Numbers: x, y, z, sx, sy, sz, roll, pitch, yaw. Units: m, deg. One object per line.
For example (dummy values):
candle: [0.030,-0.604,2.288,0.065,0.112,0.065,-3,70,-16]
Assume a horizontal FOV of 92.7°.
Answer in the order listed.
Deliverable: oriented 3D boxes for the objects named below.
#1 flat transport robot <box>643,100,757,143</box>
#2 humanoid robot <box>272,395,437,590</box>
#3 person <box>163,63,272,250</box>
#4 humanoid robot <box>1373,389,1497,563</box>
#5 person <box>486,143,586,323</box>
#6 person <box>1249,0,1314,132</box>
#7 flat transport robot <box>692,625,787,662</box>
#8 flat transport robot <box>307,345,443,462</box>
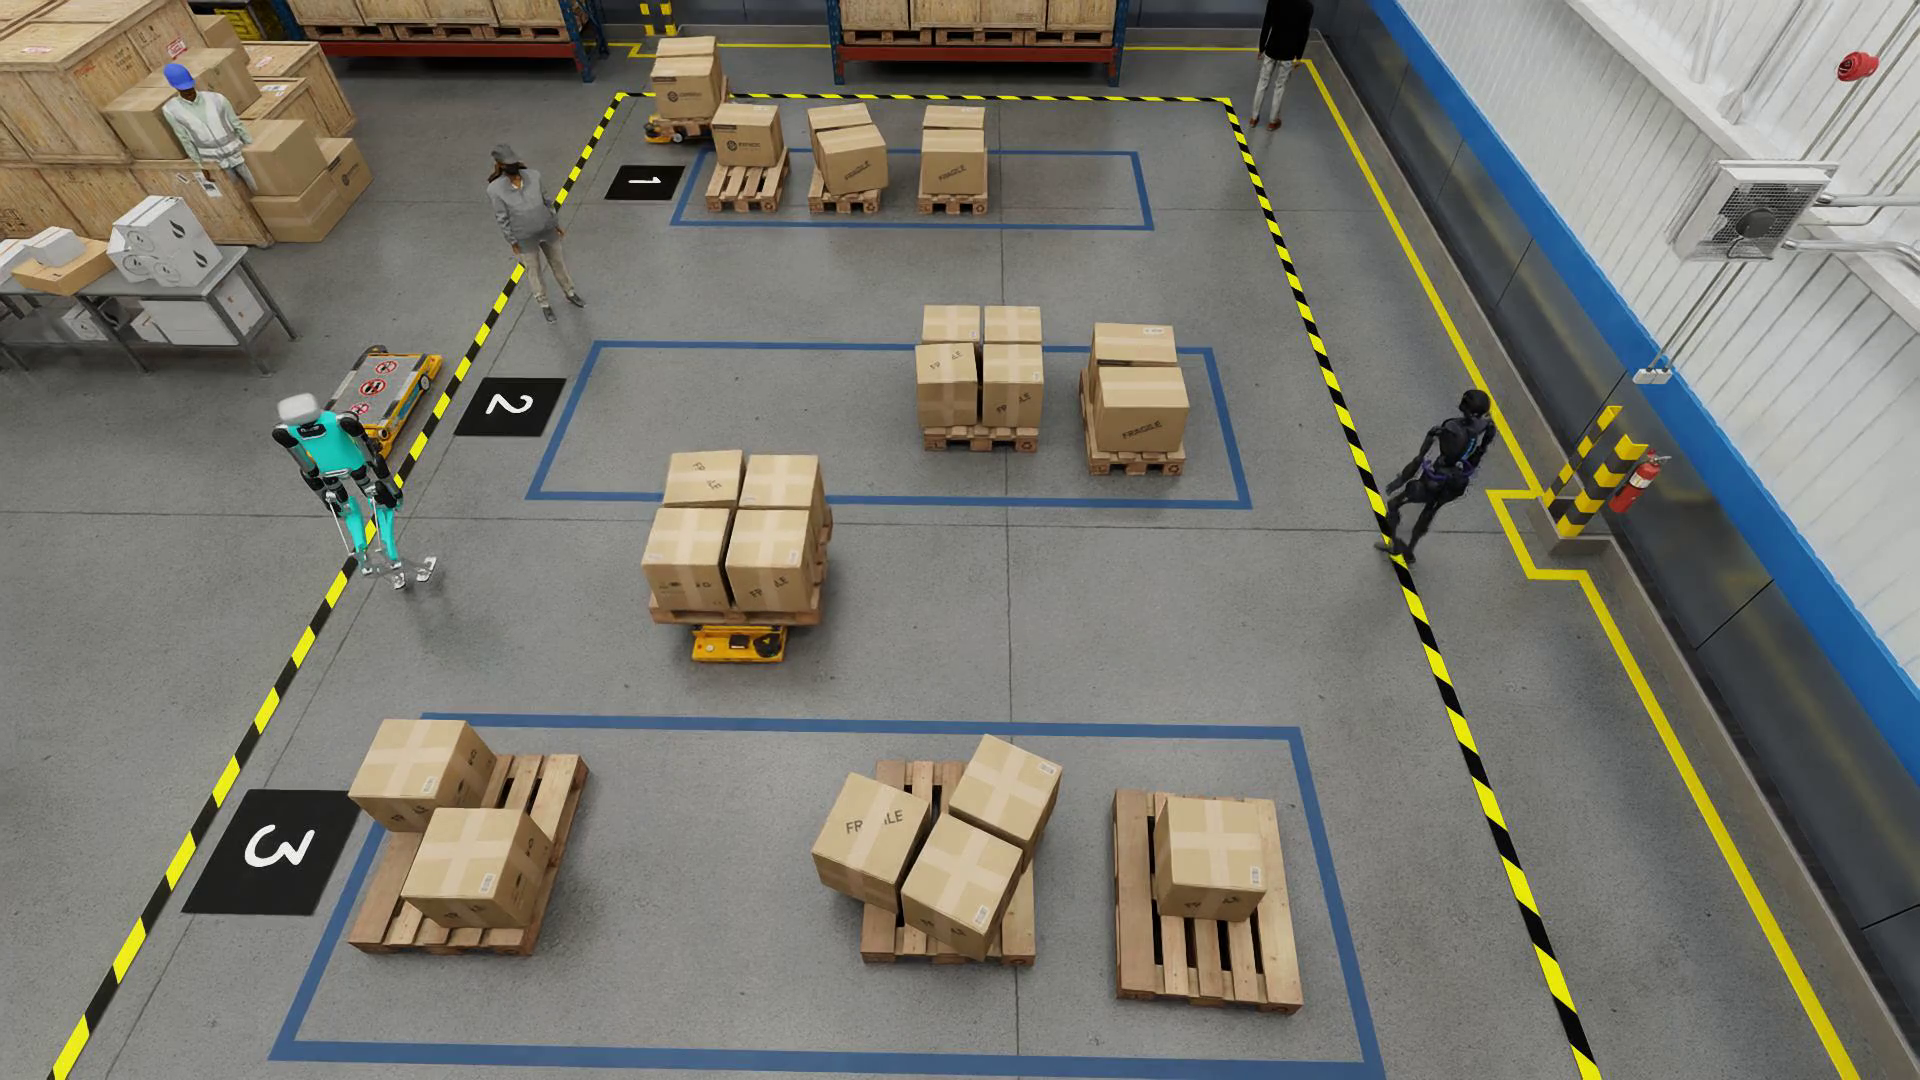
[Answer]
flat transport robot: [-3.368,-5.481,11.987,1.431,0.197,0.652,-6,50,-5]
humanoid robot: [-4.277,-0.197,6.487,0.533,1.673,0.735,-11,51,-9]
person: [-7.738,-4.036,9.691,0.602,1.939,0.412,-32,57,-24]
humanoid robot: [3.552,-0.463,6.833,0.599,1.644,0.335,-6,50,-5]
person: [-4.153,-2.988,8.911,0.397,1.769,0.570,36,58,26]
person: [4.018,-6.117,11.489,0.585,1.879,0.382,24,54,19]
flat transport robot: [-1.619,0.291,7.102,0.652,0.197,1.431,1,50,1]
flat transport robot: [-5.383,-1.269,8.441,0.659,0.231,1.431,1,50,1]
